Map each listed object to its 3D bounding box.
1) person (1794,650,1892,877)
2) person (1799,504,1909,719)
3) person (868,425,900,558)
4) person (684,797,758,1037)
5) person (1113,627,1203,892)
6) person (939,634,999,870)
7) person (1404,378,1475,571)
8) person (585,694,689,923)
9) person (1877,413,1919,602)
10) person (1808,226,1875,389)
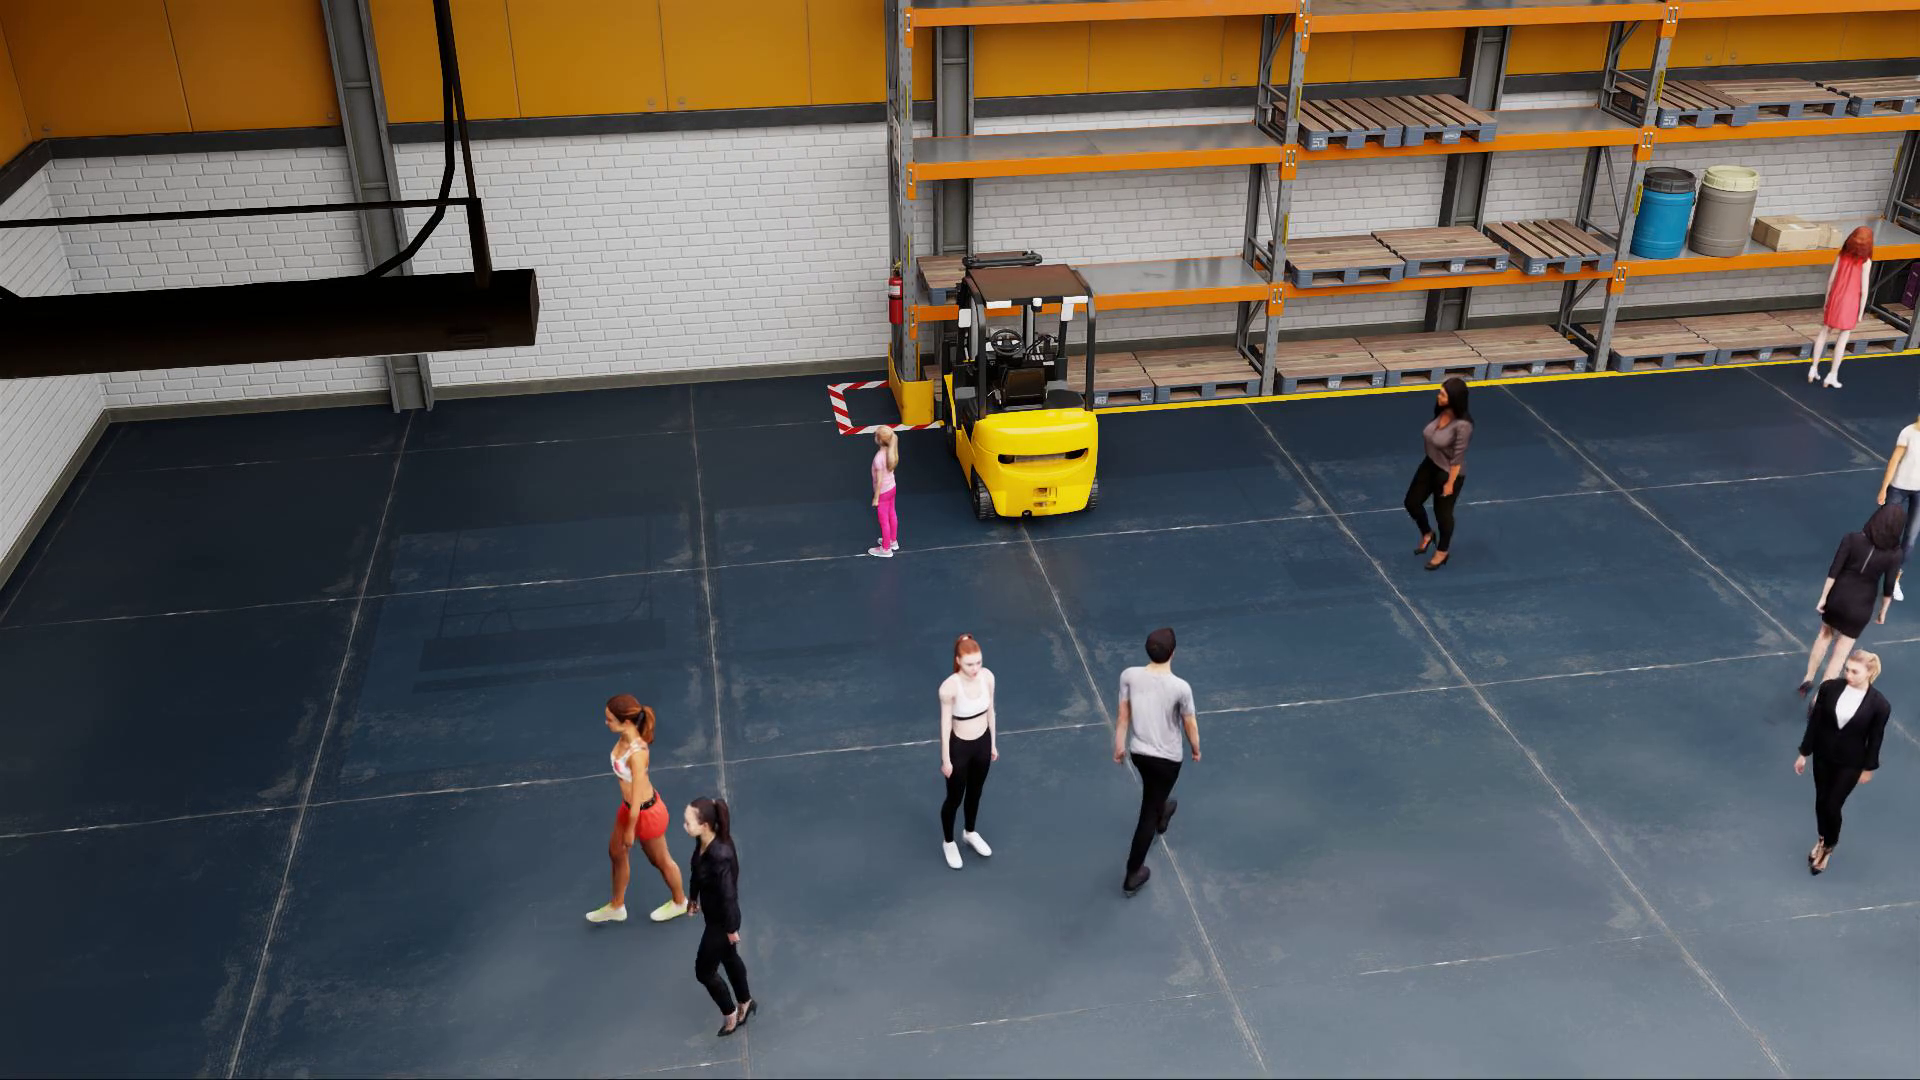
[{"bbox_3d":[5.908,1.446,11.128,0.790,1.683,0.750,-24,37,-37],"label":"person"},{"bbox_3d":[6.717,0.569,12.655,0.786,1.761,0.849,16,32,26],"label":"person"},{"bbox_3d":[-0.676,-0.461,15.054,0.632,1.271,0.585,12,31,21],"label":"person"},{"bbox_3d":[-1.331,2.189,9.752,0.637,1.697,0.619,-10,30,-18],"label":"person"},{"bbox_3d":[1.247,1.469,10.944,1.185,1.819,1.246,18,34,30],"label":"person"},{"bbox_3d":[0.046,1.400,11.150,0.572,1.742,0.713,-17,33,-29],"label":"person"},{"bbox_3d":[4.345,-0.582,14.693,0.710,1.830,0.704,-11,30,-19],"label":"person"},{"bbox_3d":[-1.924,1.715,10.546,0.946,1.768,0.710,-12,31,-20],"label":"person"},{"bbox_3d":[8.232,-0.444,14.498,1.178,1.775,0.981,6,29,12],"label":"person"},{"bbox_3d":[9.731,-2.571,18.344,0.620,1.826,0.662,-14,32,-24],"label":"person"}]
